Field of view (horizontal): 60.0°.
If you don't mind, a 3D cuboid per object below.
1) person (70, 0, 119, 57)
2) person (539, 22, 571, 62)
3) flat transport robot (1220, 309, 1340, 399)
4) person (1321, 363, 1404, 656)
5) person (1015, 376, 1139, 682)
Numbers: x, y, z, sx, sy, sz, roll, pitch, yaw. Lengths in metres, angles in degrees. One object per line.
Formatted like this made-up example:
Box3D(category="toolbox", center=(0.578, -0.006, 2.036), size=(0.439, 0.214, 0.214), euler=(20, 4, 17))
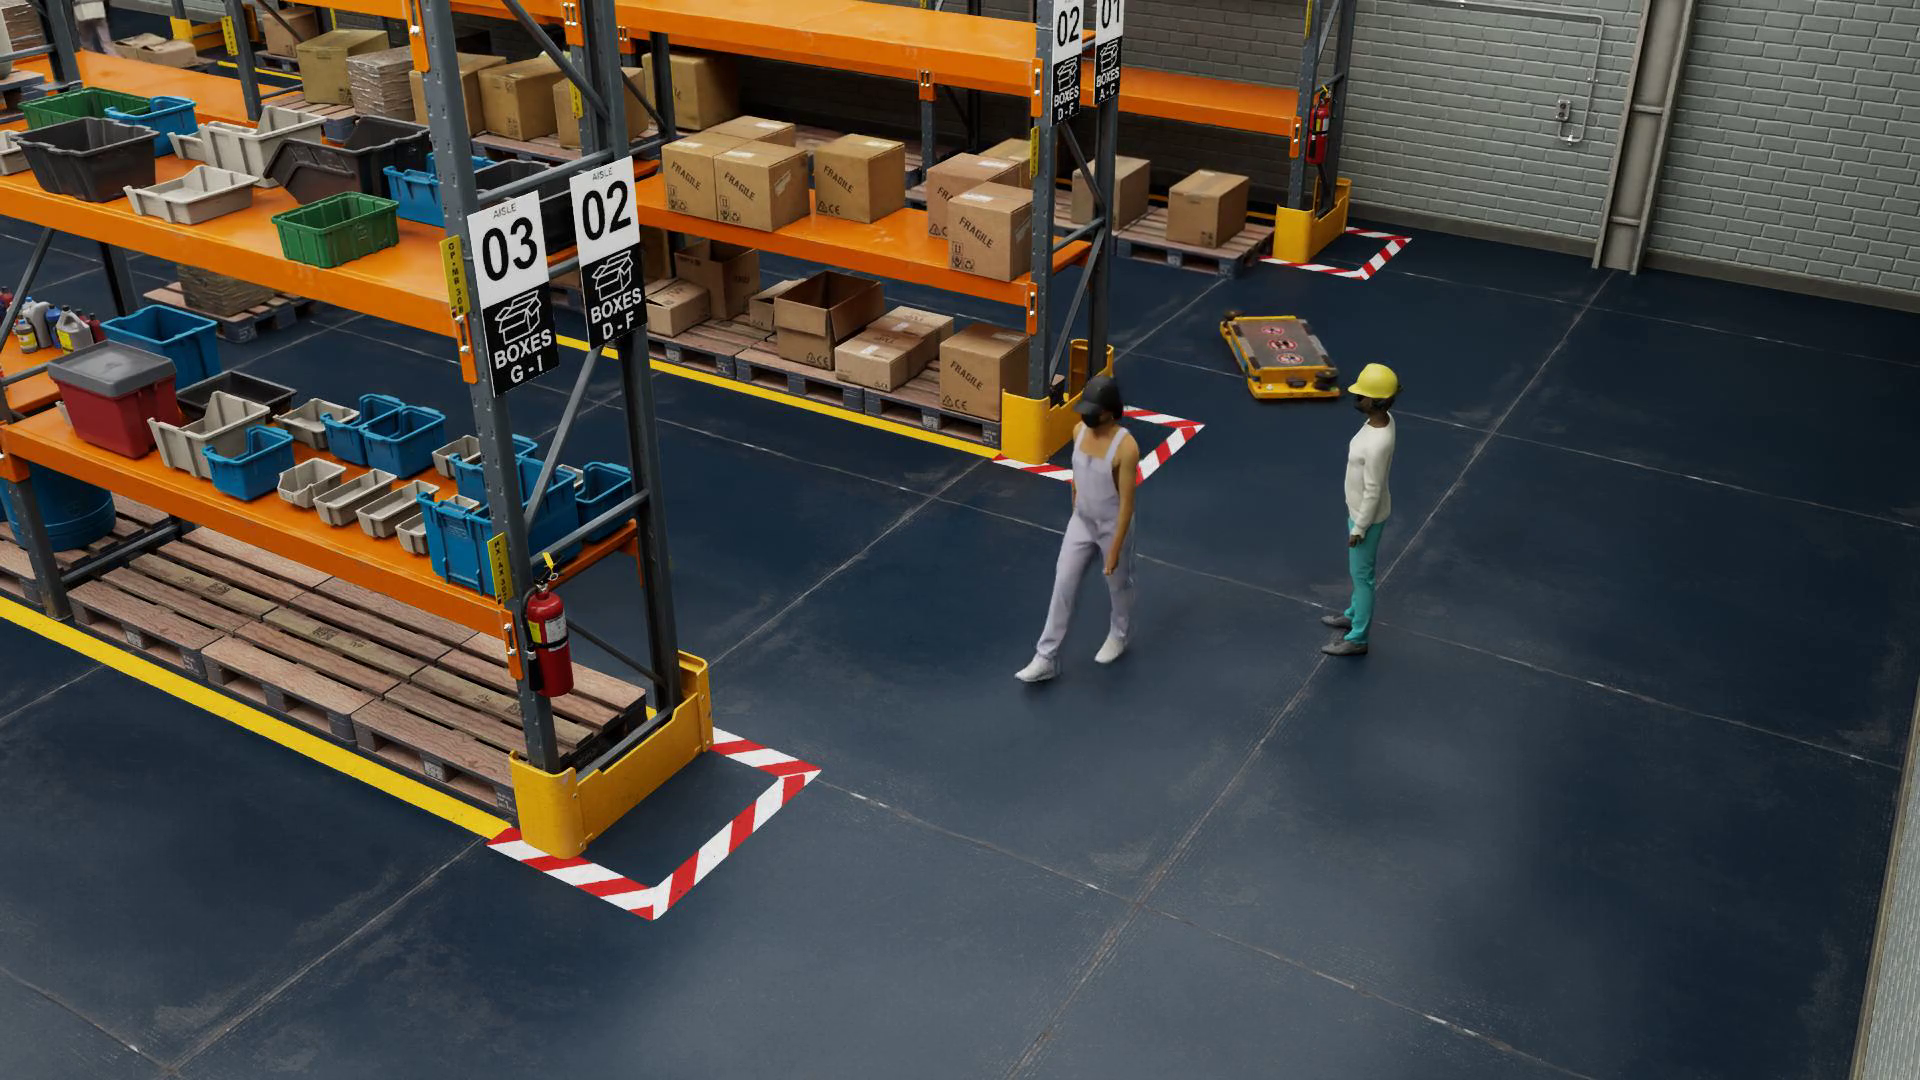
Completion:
Box3D(category="person", center=(-10.823, -6.506, 20.718), size=(0.574, 1.821, 0.832), euler=(-25, 38, -38))
Box3D(category="person", center=(-4.102, -4.491, 17.222), size=(0.534, 1.696, 0.322), euler=(14, 32, 24))
Box3D(category="flat transport robot", center=(2.545, -1.494, 13.314), size=(0.659, 0.231, 1.431), euler=(-2, 29, -3))
Box3D(category="person", center=(2.269, -0.167, 9.396), size=(0.310, 1.768, 0.528), euler=(6, 30, 11))
Box3D(category="person", center=(0.700, -0.029, 9.089), size=(0.504, 1.821, 0.934), euler=(23, 37, 35))
